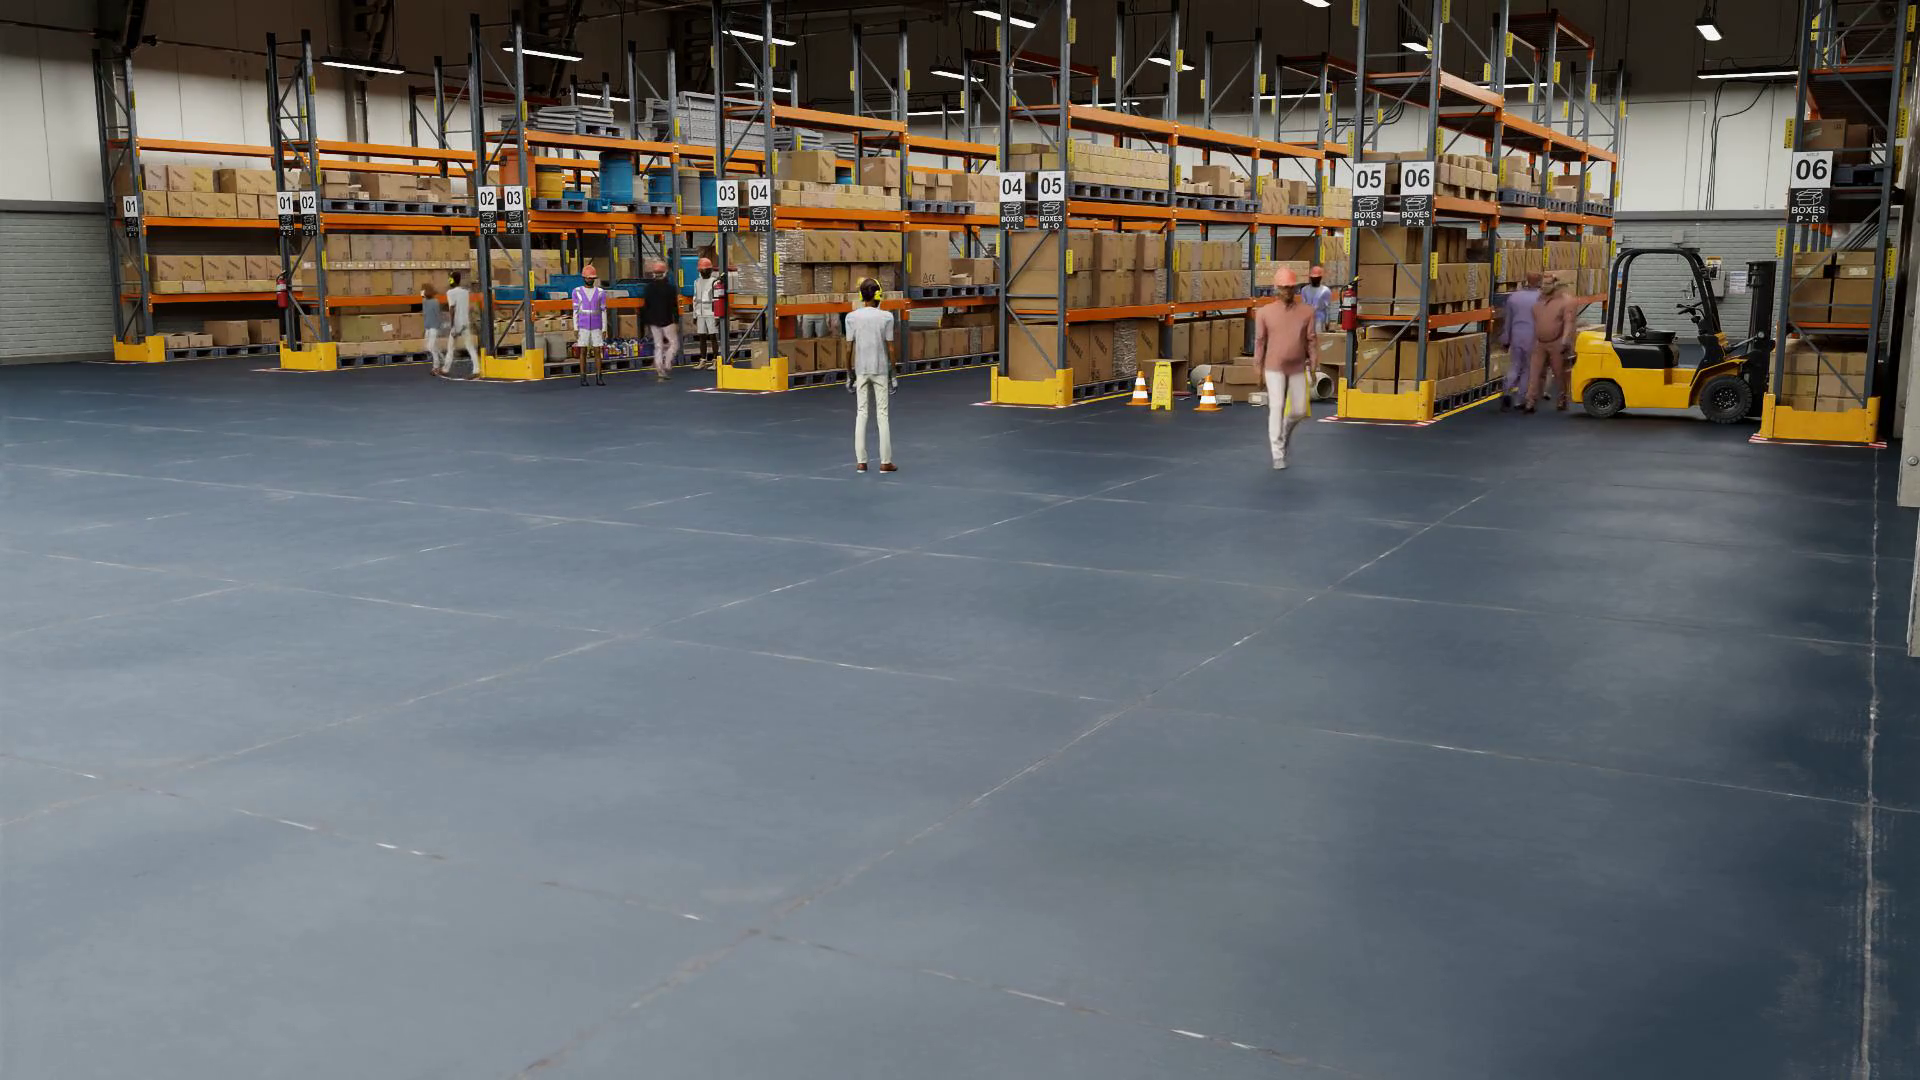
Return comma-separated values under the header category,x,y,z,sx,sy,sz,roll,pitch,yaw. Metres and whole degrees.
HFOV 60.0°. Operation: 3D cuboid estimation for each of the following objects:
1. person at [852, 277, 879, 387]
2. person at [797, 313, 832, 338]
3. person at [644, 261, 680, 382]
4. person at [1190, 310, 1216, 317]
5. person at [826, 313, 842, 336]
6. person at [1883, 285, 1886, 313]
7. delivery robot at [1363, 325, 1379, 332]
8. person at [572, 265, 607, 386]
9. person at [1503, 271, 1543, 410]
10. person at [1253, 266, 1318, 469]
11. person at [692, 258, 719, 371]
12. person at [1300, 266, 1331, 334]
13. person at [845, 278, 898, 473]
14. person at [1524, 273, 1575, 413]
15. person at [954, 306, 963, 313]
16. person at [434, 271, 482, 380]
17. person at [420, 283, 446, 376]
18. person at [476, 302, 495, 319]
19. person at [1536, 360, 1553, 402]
category,x,y,z,sx,sy,sz,roll,pitch,yaw
person,-1.465,-3.315,26.528,0.529,1.742,0.742,6,11,31
person,-2.589,-3.919,29.534,0.629,1.932,0.373,0,10,-2
person,-4.908,-3.587,27.397,0.652,1.981,0.422,3,10,17
person,4.847,-4.395,33.181,0.513,1.630,0.317,2,10,12
person,-2.377,-4.083,31.424,0.517,1.587,0.843,7,12,35
person,20.032,-5.116,36.600,0.389,1.910,0.592,-7,12,-34
delivery robot,9.363,-4.631,37.421,0.707,0.478,0.477,-2,10,-11
person,-5.914,-3.418,26.601,0.541,1.930,0.386,-3,10,-18
person,7.682,-2.686,22.451,0.424,1.877,0.649,-9,14,-44
person,3.181,-1.693,16.341,0.633,1.973,0.571,0,10,-3
person,-4.592,-4.076,30.096,0.608,2.044,0.371,5,11,28
person,6.371,-3.957,29.836,0.542,1.900,0.982,6,11,32
person,-0.844,-1.570,15.954,0.518,1.865,0.326,2,10,11
person,7.858,-2.620,22.138,0.635,1.858,1.014,7,12,35
person,0.123,-5.228,37.717,0.528,1.748,0.678,2,10,10
person,-8.424,-3.577,27.871,1.045,1.817,0.544,6,11,32
person,-9.133,-3.667,28.935,0.530,1.613,0.460,9,13,43
person,-10.291,-4.902,36.134,0.501,1.631,0.286,6,11,32
person,8.310,-2.786,23.733,0.528,1.619,0.548,5,11,25
